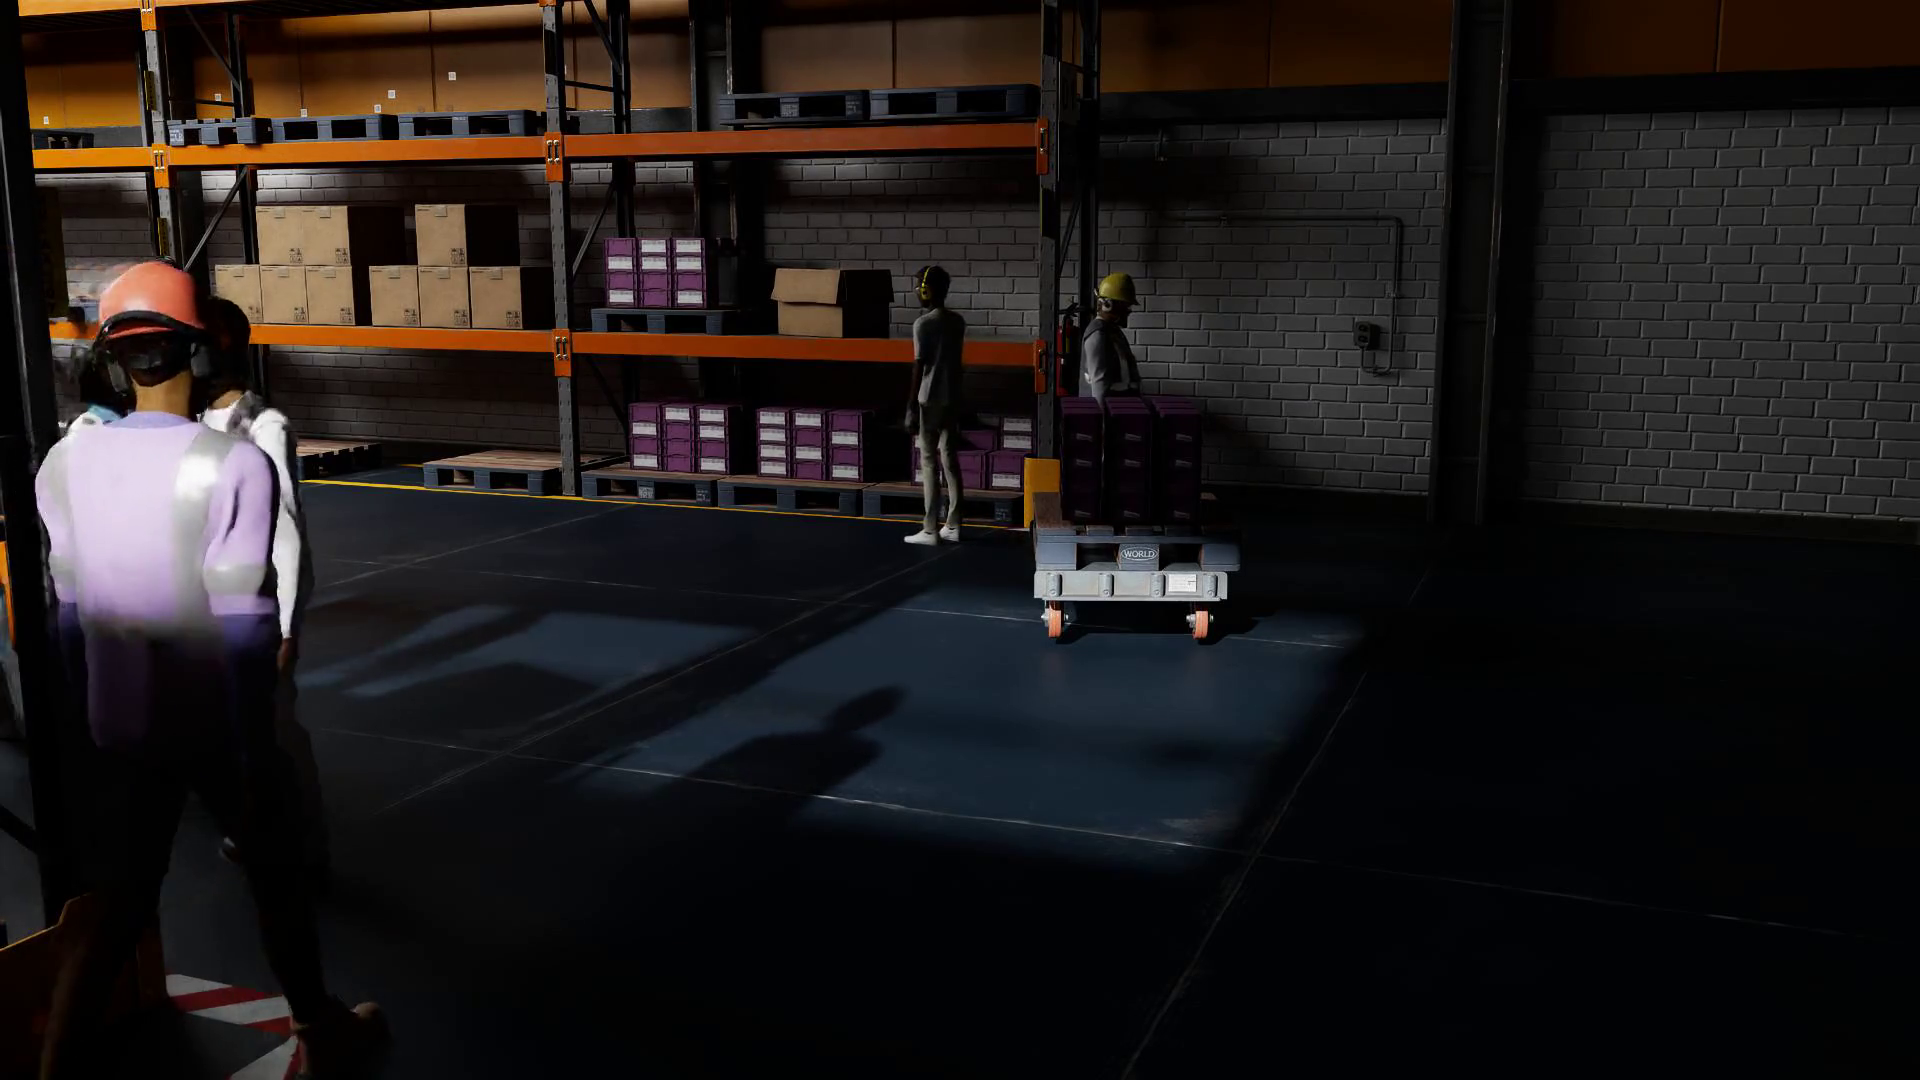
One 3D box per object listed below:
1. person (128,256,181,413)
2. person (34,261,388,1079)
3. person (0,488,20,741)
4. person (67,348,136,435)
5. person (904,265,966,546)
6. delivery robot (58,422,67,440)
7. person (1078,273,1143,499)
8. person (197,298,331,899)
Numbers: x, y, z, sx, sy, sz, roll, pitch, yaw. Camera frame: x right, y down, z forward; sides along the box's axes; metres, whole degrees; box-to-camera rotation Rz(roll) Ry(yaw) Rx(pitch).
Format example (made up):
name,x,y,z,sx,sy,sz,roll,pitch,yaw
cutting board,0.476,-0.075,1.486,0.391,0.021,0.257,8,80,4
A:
name,x,y,z,sx,sy,sz,roll,pitch,yaw
person,-4.451,-0.630,9.453,0.372,1.940,0.631,5,11,27
person,-1.741,0.397,3.623,0.624,1.990,1.057,3,11,16
person,-4.141,0.006,6.828,0.782,1.598,0.528,7,12,32
person,-3.220,0.061,6.459,0.378,1.632,0.518,0,10,2
person,-0.160,-0.893,11.134,0.330,1.864,0.513,8,13,38
delivery robot,-8.166,-0.897,14.538,0.477,0.478,0.707,2,10,13
person,0.965,-0.790,10.671,0.403,1.822,0.588,2,10,10
person,-2.207,0.194,5.147,0.345,1.864,0.749,-8,13,-38
